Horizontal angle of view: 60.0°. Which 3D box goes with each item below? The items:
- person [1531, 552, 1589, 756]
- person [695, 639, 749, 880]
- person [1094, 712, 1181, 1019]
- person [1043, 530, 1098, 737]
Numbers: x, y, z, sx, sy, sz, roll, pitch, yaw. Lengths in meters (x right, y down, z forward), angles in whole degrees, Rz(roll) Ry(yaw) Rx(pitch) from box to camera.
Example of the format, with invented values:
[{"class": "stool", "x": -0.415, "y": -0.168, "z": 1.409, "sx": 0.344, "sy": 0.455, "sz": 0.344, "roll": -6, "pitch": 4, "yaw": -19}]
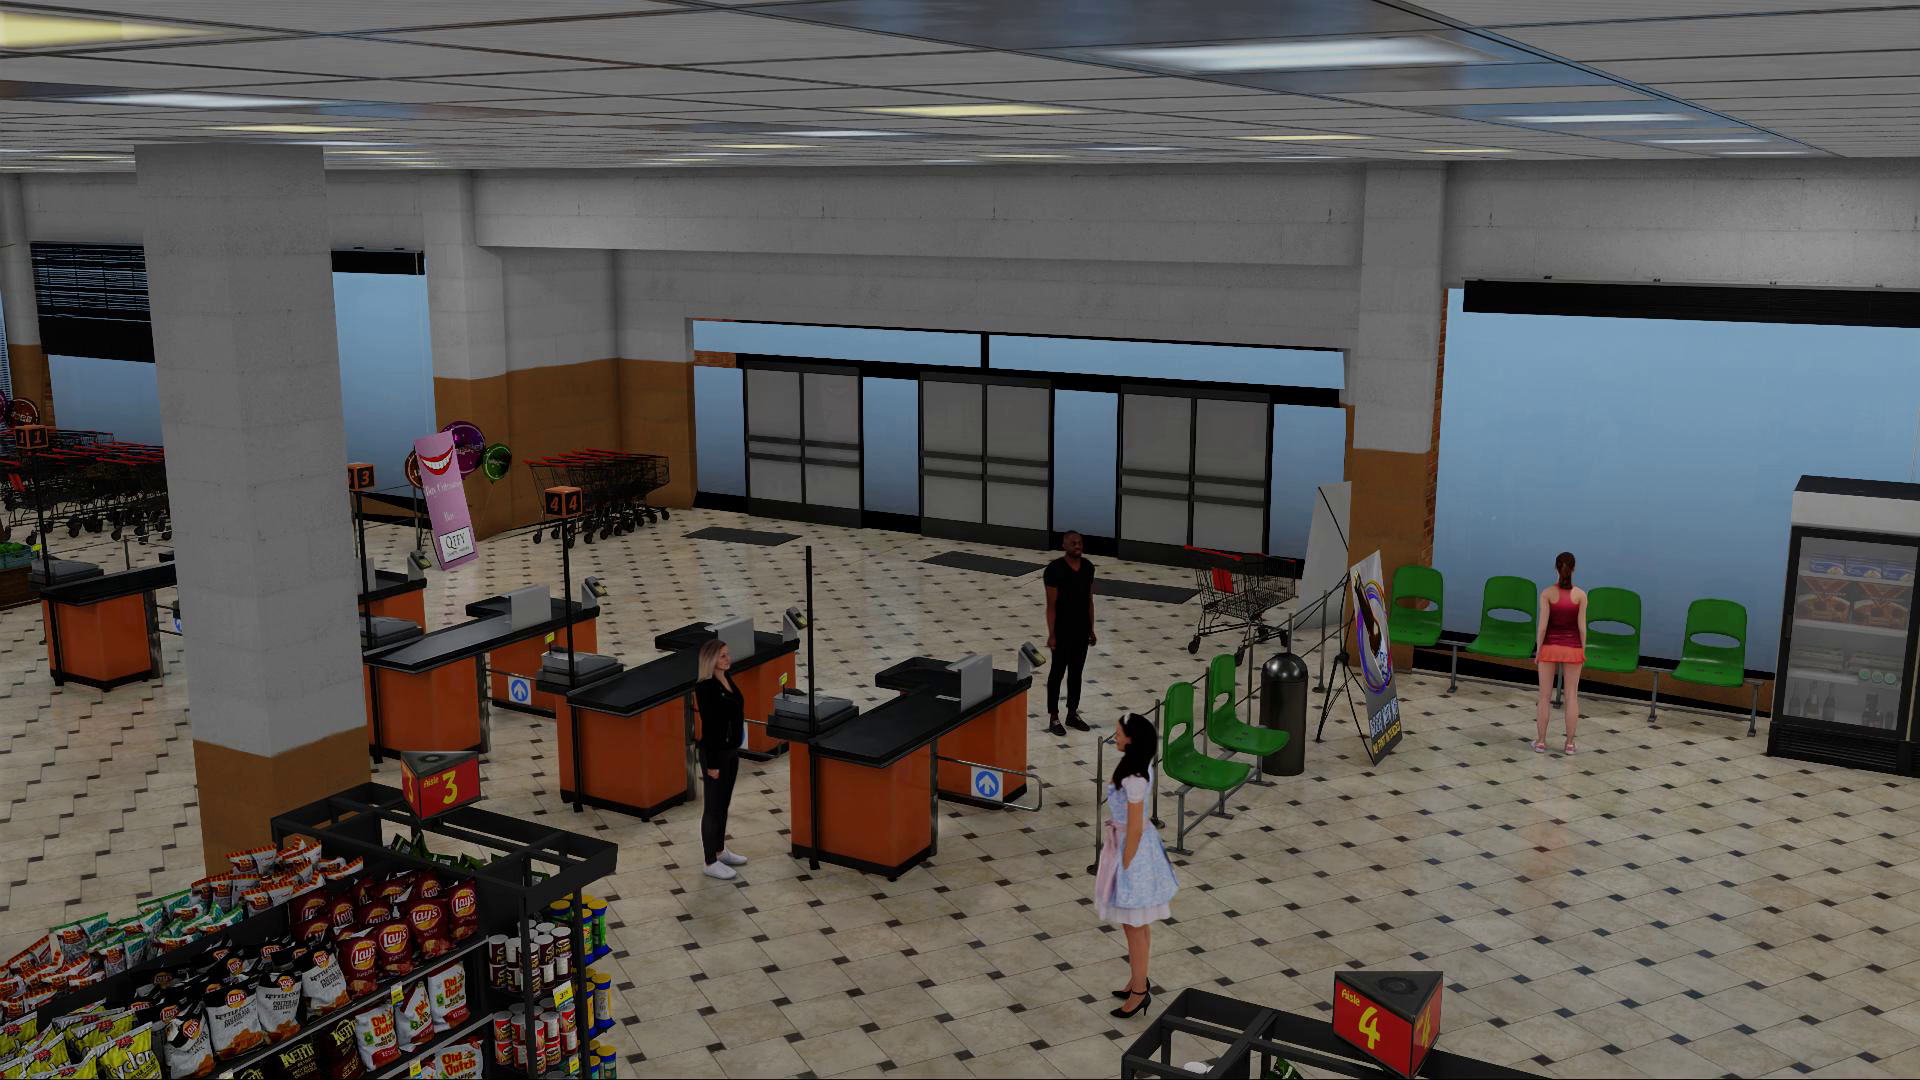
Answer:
[{"class": "person", "x": 5.109, "y": 0.955, "z": 14.159, "sx": 0.626, "sy": 1.754, "sz": 0.631, "roll": 3, "pitch": 12, "yaw": 15}, {"class": "person", "x": -1.700, "y": 1.515, "z": 11.662, "sx": 0.737, "sy": 1.686, "sz": 0.579, "roll": 2, "pitch": 12, "yaw": 11}, {"class": "person", "x": 0.997, "y": 1.877, "z": 9.631, "sx": 0.865, "sy": 1.816, "sz": 0.781, "roll": 2, "pitch": 12, "yaw": 9}, {"class": "person", "x": 0.966, "y": 0.801, "z": 14.732, "sx": 0.687, "sy": 1.819, "sz": 0.811, "roll": -7, "pitch": 14, "yaw": -29}]
